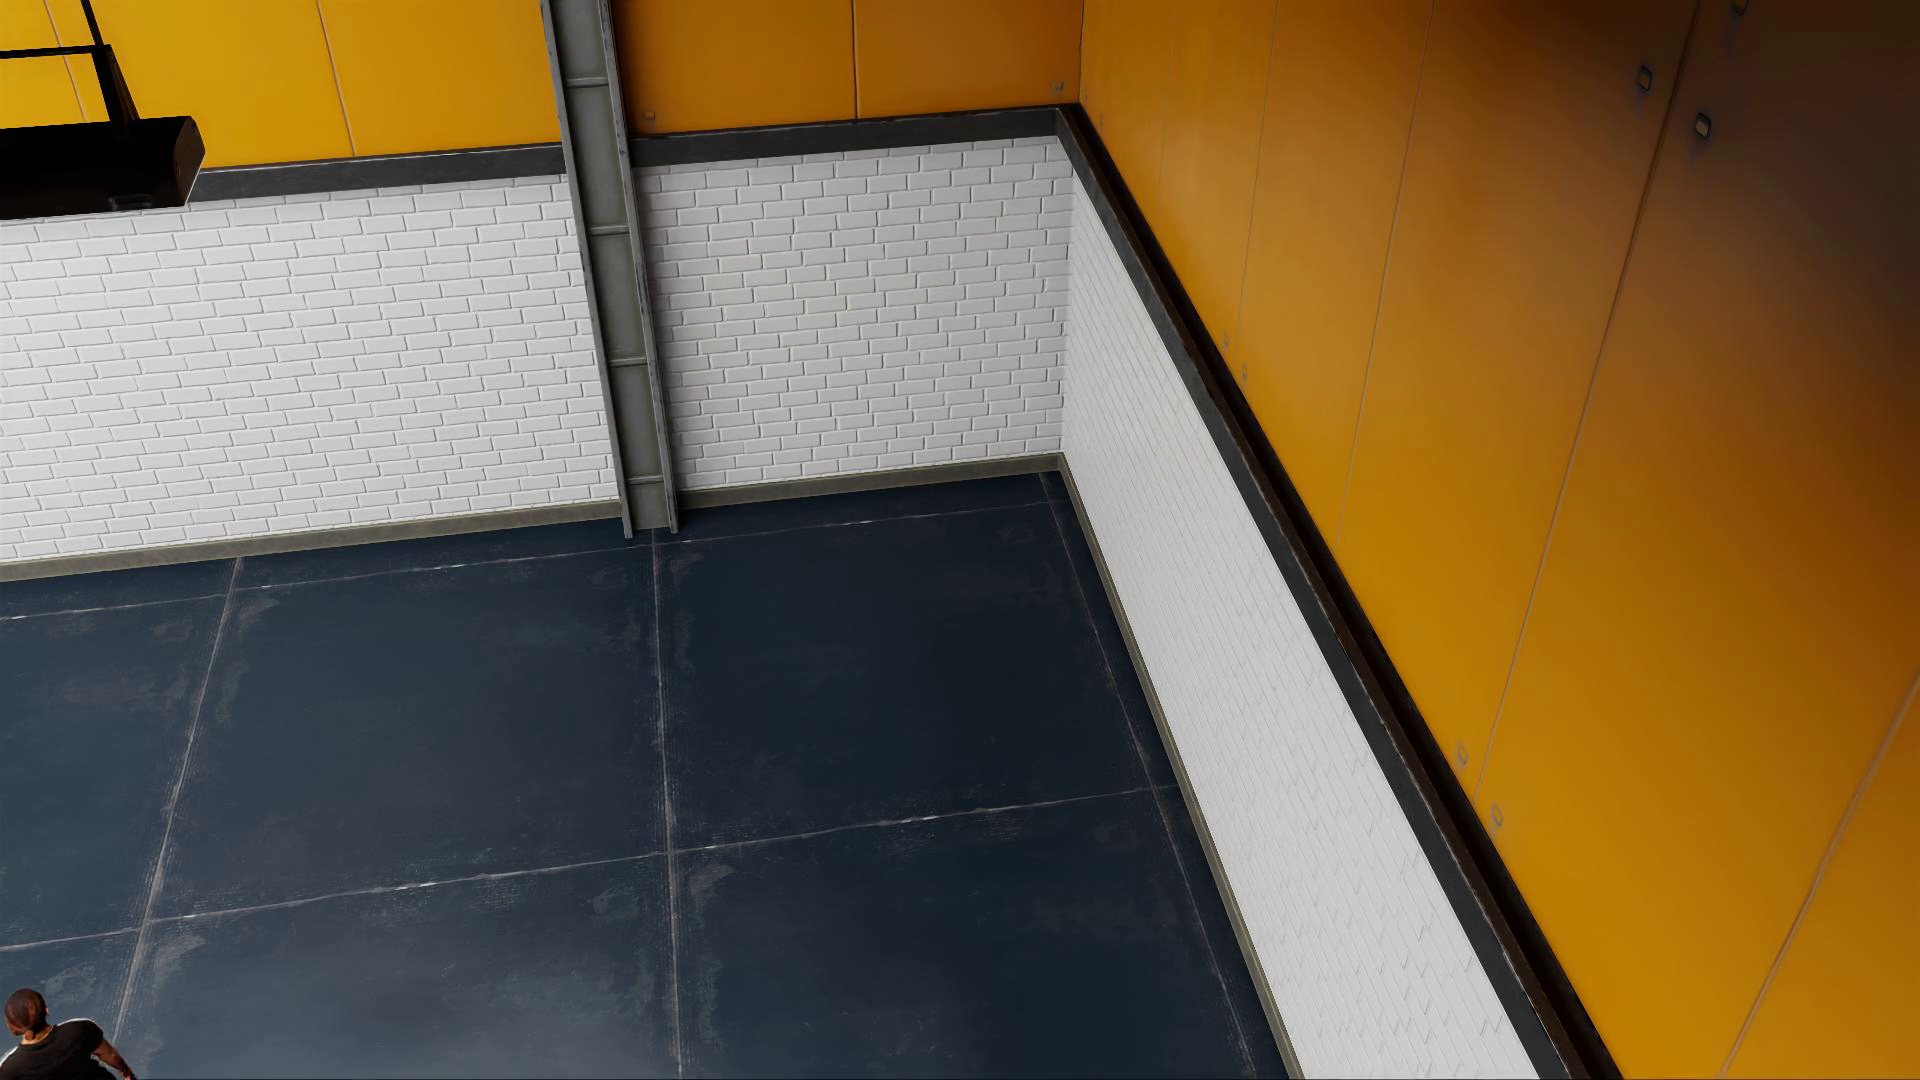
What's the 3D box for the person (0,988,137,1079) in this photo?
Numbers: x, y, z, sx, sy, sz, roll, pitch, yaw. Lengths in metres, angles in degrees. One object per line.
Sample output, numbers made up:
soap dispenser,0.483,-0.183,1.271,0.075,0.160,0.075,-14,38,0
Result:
person,-4.005,2.700,7.661,1.111,1.624,0.988,-24,44,-27
